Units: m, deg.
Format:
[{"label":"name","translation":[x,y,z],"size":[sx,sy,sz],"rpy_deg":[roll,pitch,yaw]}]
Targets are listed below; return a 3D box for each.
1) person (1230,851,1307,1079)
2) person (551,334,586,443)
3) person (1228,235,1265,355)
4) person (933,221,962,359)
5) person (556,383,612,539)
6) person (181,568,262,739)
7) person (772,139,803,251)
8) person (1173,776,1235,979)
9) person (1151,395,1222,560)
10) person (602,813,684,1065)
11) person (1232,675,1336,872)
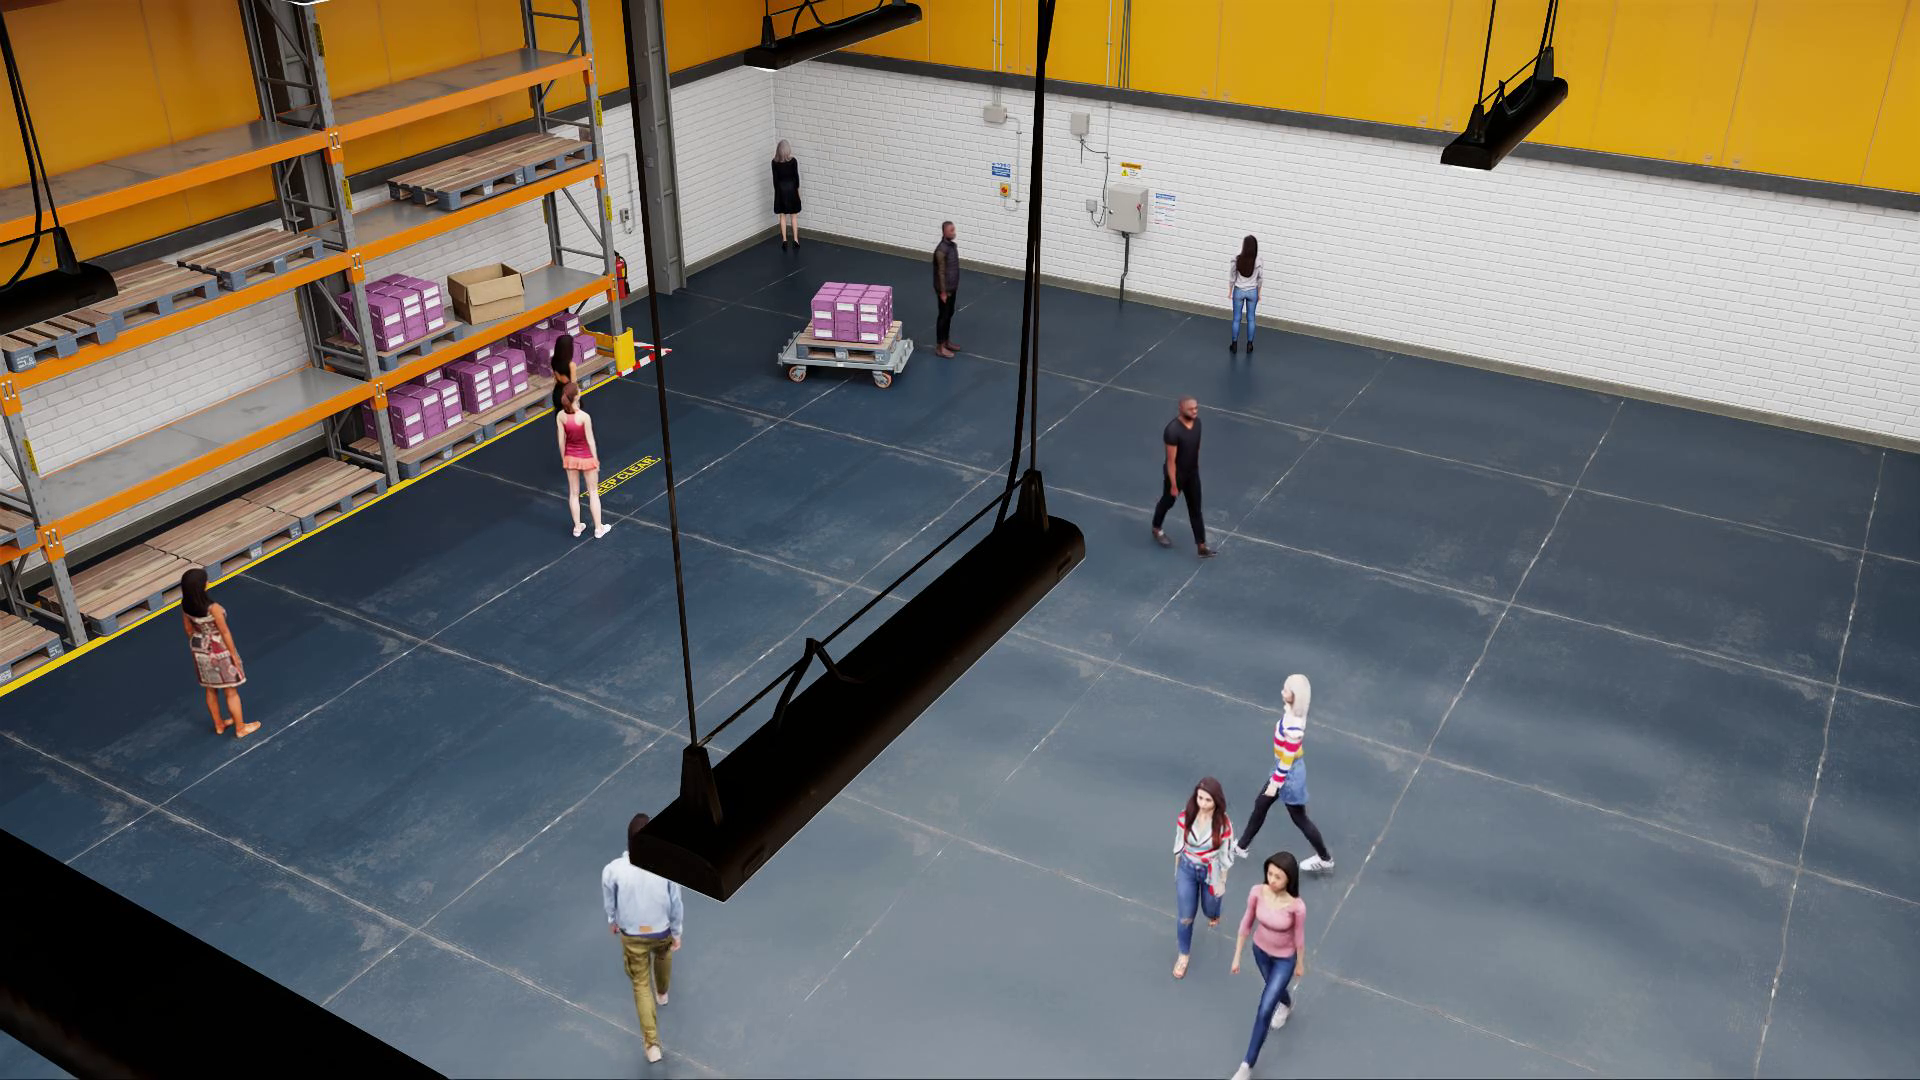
[{"label":"person","translation":[2.138,2.749,11.144],"size":[0.699,1.693,1.173],"rpy_deg":[21,35,33]},{"label":"person","translation":[-4.557,-1.541,19.073],"size":[0.615,1.631,0.643],"rpy_deg":[10,30,18]},{"label":"person","translation":[3.830,-3.299,22.293],"size":[0.676,1.635,0.663],"rpy_deg":[2,29,3]},{"label":"person","translation":[-0.180,-3.368,22.210],"size":[0.785,1.835,0.566],"rpy_deg":[10,30,18]},{"label":"person","translation":[-4.048,-0.852,17.684],"size":[0.635,1.753,0.641],"rpy_deg":[6,29,10]},{"label":"person","translation":[-6.492,0.977,14.443],"size":[0.688,1.645,0.592],"rpy_deg":[9,30,17]},{"label":"person","translation":[-2.713,-5.418,26.060],"size":[0.695,1.747,0.723],"rpy_deg":[-1,29,-1]},{"label":"person","translation":[1.765,2.356,11.968],"size":[0.665,1.595,0.967],"rpy_deg":[12,31,20]},{"label":"person","translation":[2.236,-0.686,17.362],"size":[1.228,1.769,1.052],"rpy_deg":[-20,35,-33]},{"label":"person","translation":[-2.106,2.689,11.175],"size":[1.193,1.769,1.248],"rpy_deg":[-8,30,-14]},{"label":"person","translation":[2.614,1.833,12.754],"size":[1.021,1.759,1.198],"rpy_deg":[4,29,7]}]
